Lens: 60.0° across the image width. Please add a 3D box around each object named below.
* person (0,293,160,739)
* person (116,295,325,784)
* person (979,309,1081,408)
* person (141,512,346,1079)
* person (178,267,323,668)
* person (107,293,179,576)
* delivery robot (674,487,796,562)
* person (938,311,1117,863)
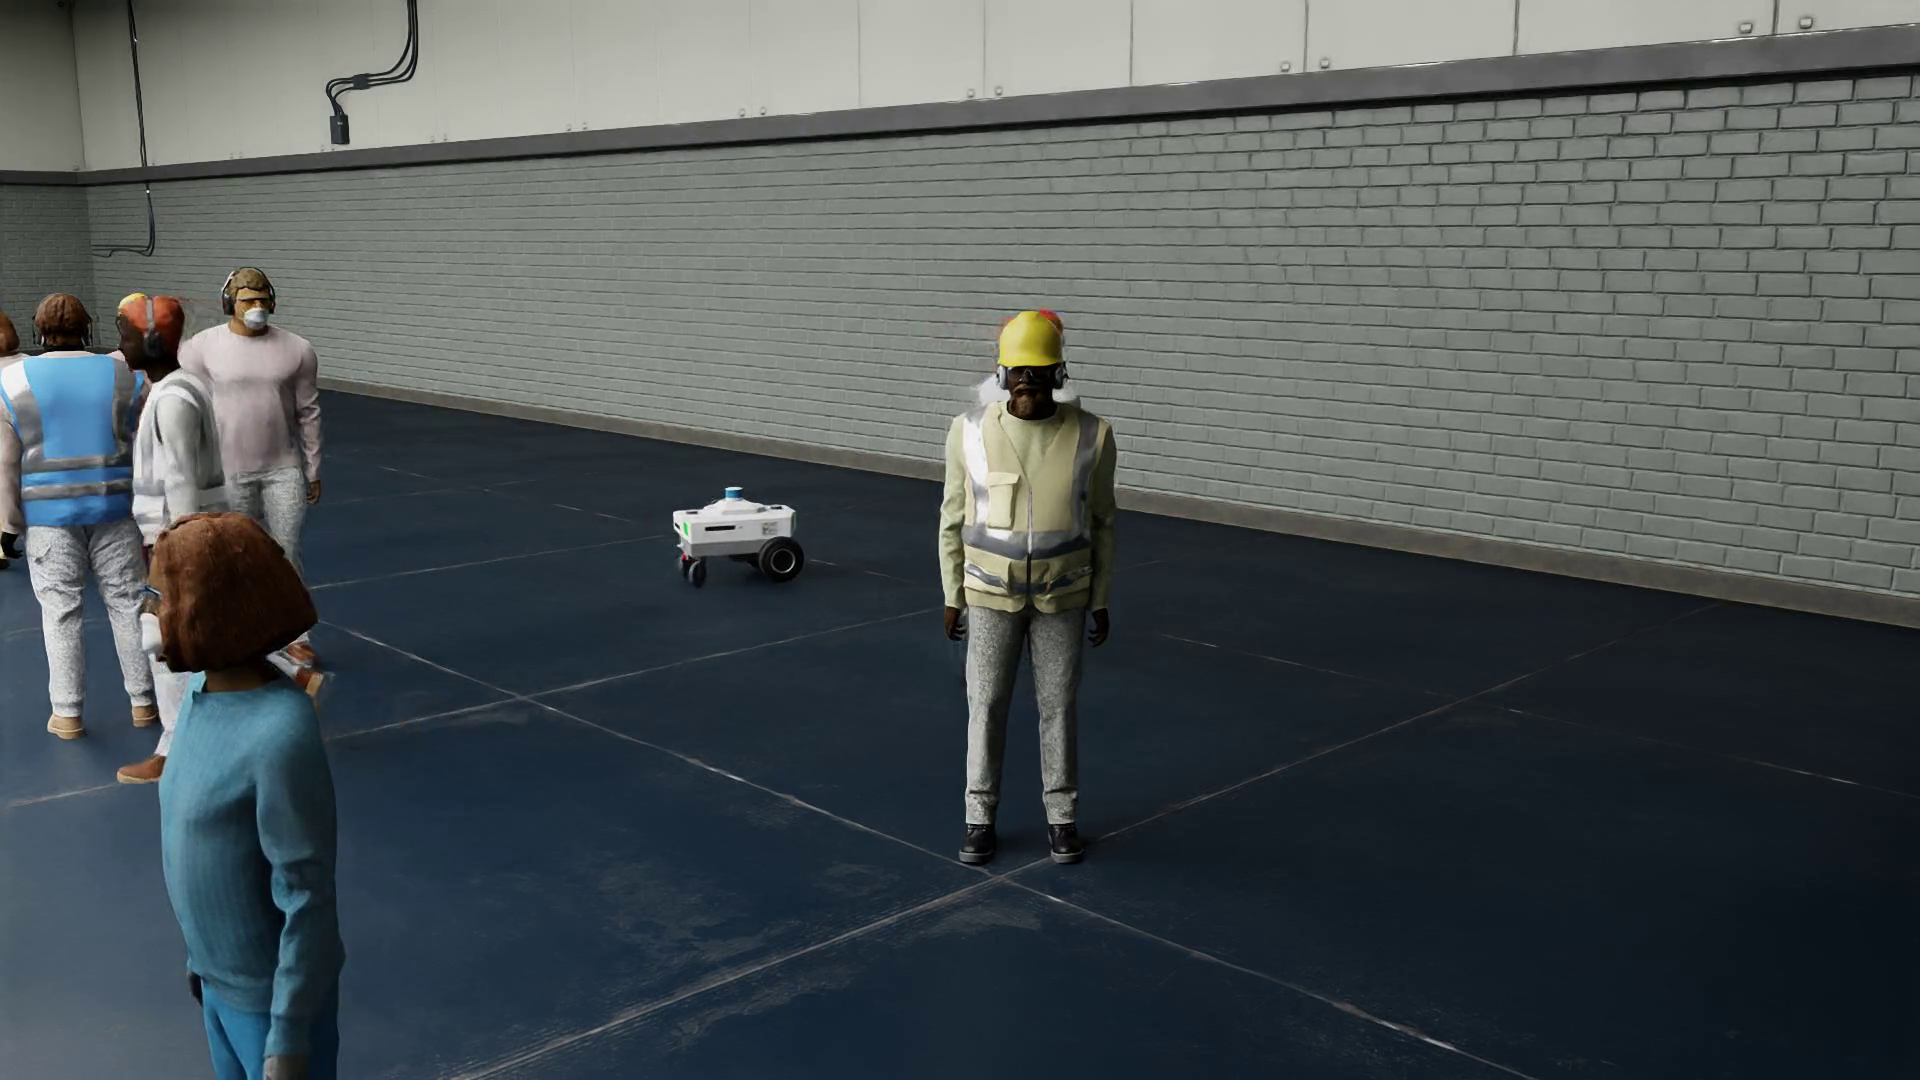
[{"bbox_3d":[-3.663,-0.100,6.931,0.633,1.842,0.429,-7,13,-35],"label":"person"},{"bbox_3d":[-2.894,-0.004,6.377,0.678,1.864,0.581,-4,11,-23],"label":"person"},{"bbox_3d":[0.319,-0.251,8.053,0.567,1.728,0.581,6,12,29],"label":"person"},{"bbox_3d":[-1.195,0.759,2.812,0.279,1.634,0.499,-9,14,-40],"label":"person"},{"bbox_3d":[-3.338,-0.322,7.910,0.625,1.933,0.375,-7,13,-35],"label":"person"},{"bbox_3d":[-4.495,-0.482,9.246,0.524,1.760,0.327,-2,11,-13],"label":"person"},{"bbox_3d":[-1.363,-0.077,10.062,0.707,0.478,0.477,-4,11,-19],"label":"delivery robot"},{"bbox_3d":[0.222,0.166,5.505,0.589,1.833,0.404,0,10,0],"label":"person"}]
